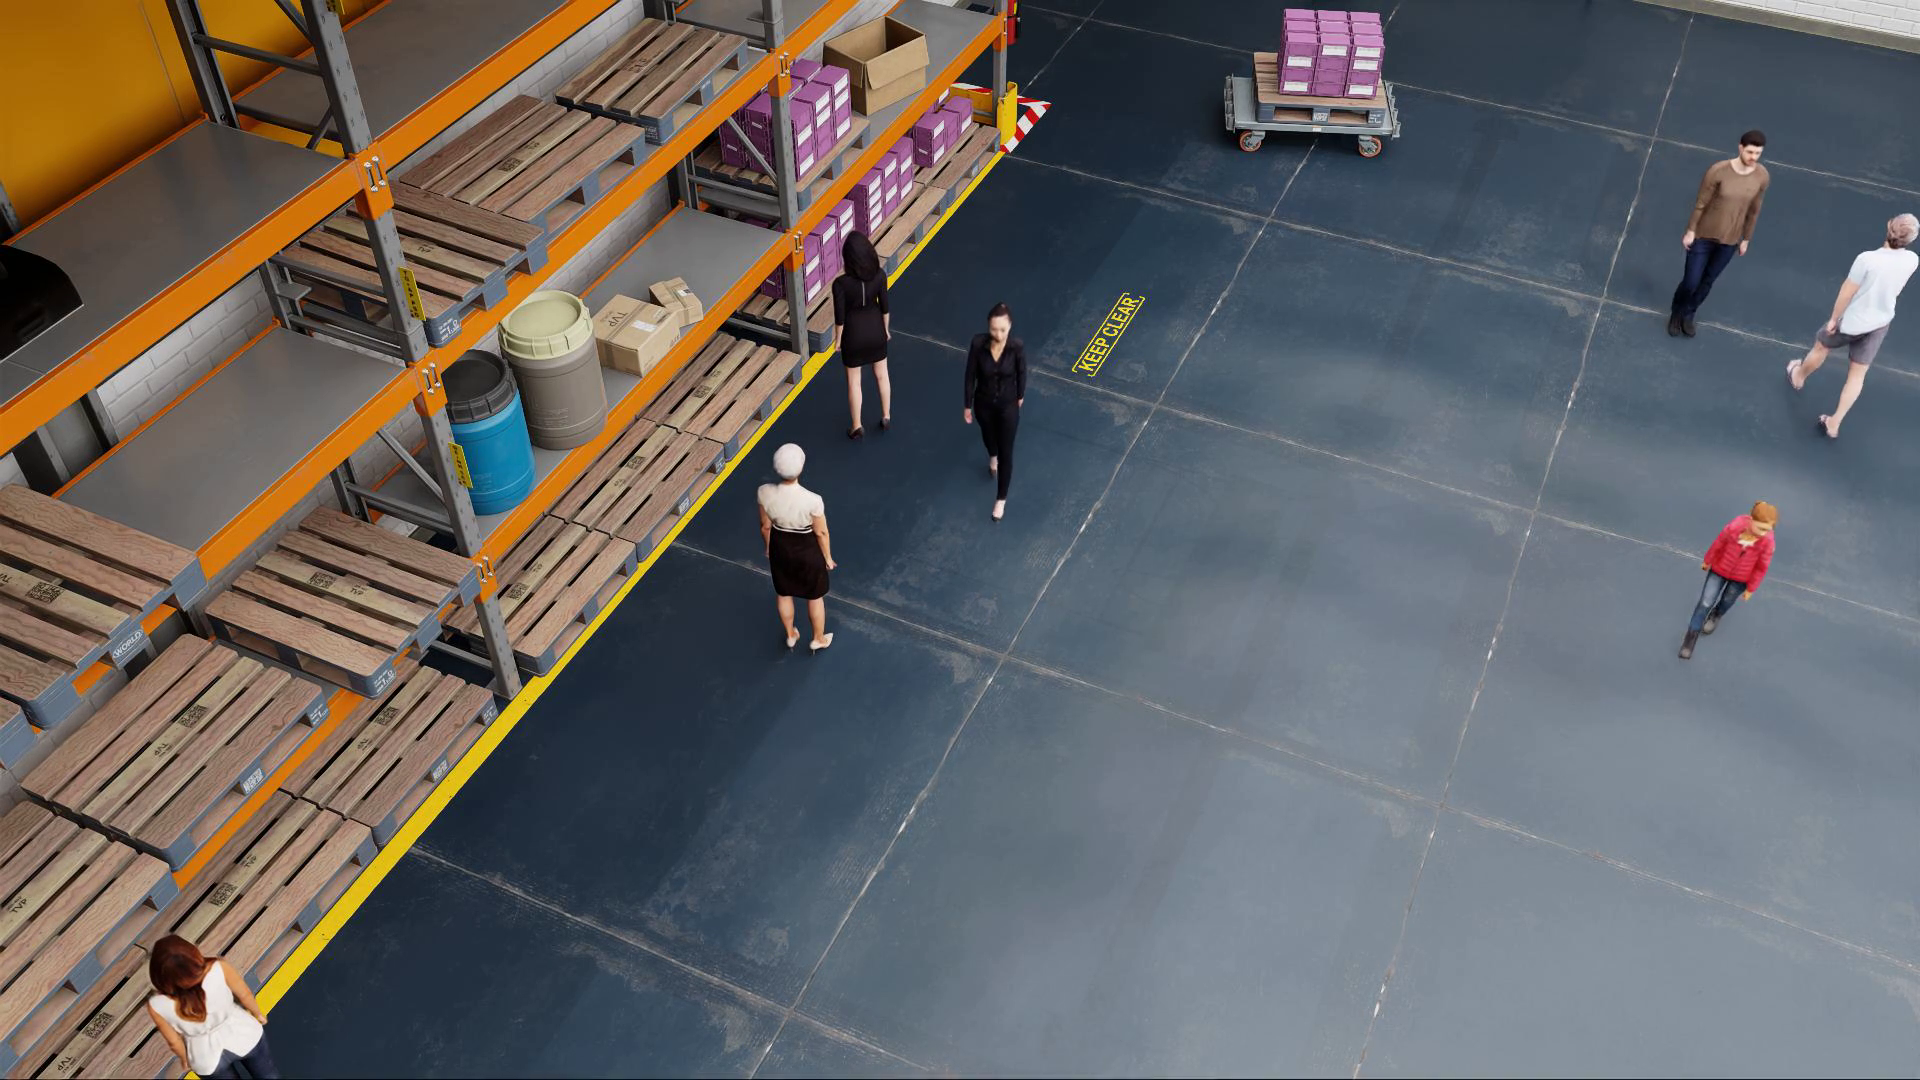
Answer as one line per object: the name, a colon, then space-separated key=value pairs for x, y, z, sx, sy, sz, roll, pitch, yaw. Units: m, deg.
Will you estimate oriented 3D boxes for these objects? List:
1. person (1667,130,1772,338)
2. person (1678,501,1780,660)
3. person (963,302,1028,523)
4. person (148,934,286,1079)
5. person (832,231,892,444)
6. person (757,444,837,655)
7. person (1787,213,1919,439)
person: x=6.116 y=-2.525 z=13.494 sx=0.739 sy=1.878 sz=0.727 roll=2 pitch=44 yaw=3
person: x=5.160 y=0.198 z=11.074 sx=0.617 sy=1.276 sz=0.901 roll=27 pitch=50 yaw=26
person: x=0.253 y=-1.023 z=12.072 sx=0.795 sy=1.666 sz=1.093 roll=5 pitch=44 yaw=5
person: x=-3.653 y=2.514 z=8.273 sx=0.606 sy=1.785 sz=0.721 roll=-28 pitch=50 yaw=-27
person: x=-0.725 y=-1.499 z=12.471 sx=0.645 sy=1.805 sz=0.712 roll=-15 pitch=46 yaw=-15
person: x=-1.064 y=0.094 z=10.836 sx=0.667 sy=1.755 sz=0.585 roll=10 pitch=45 yaw=11
person: x=6.834 y=-1.570 z=12.557 sx=0.885 sy=1.788 sz=1.176 roll=4 pitch=44 yaw=4
